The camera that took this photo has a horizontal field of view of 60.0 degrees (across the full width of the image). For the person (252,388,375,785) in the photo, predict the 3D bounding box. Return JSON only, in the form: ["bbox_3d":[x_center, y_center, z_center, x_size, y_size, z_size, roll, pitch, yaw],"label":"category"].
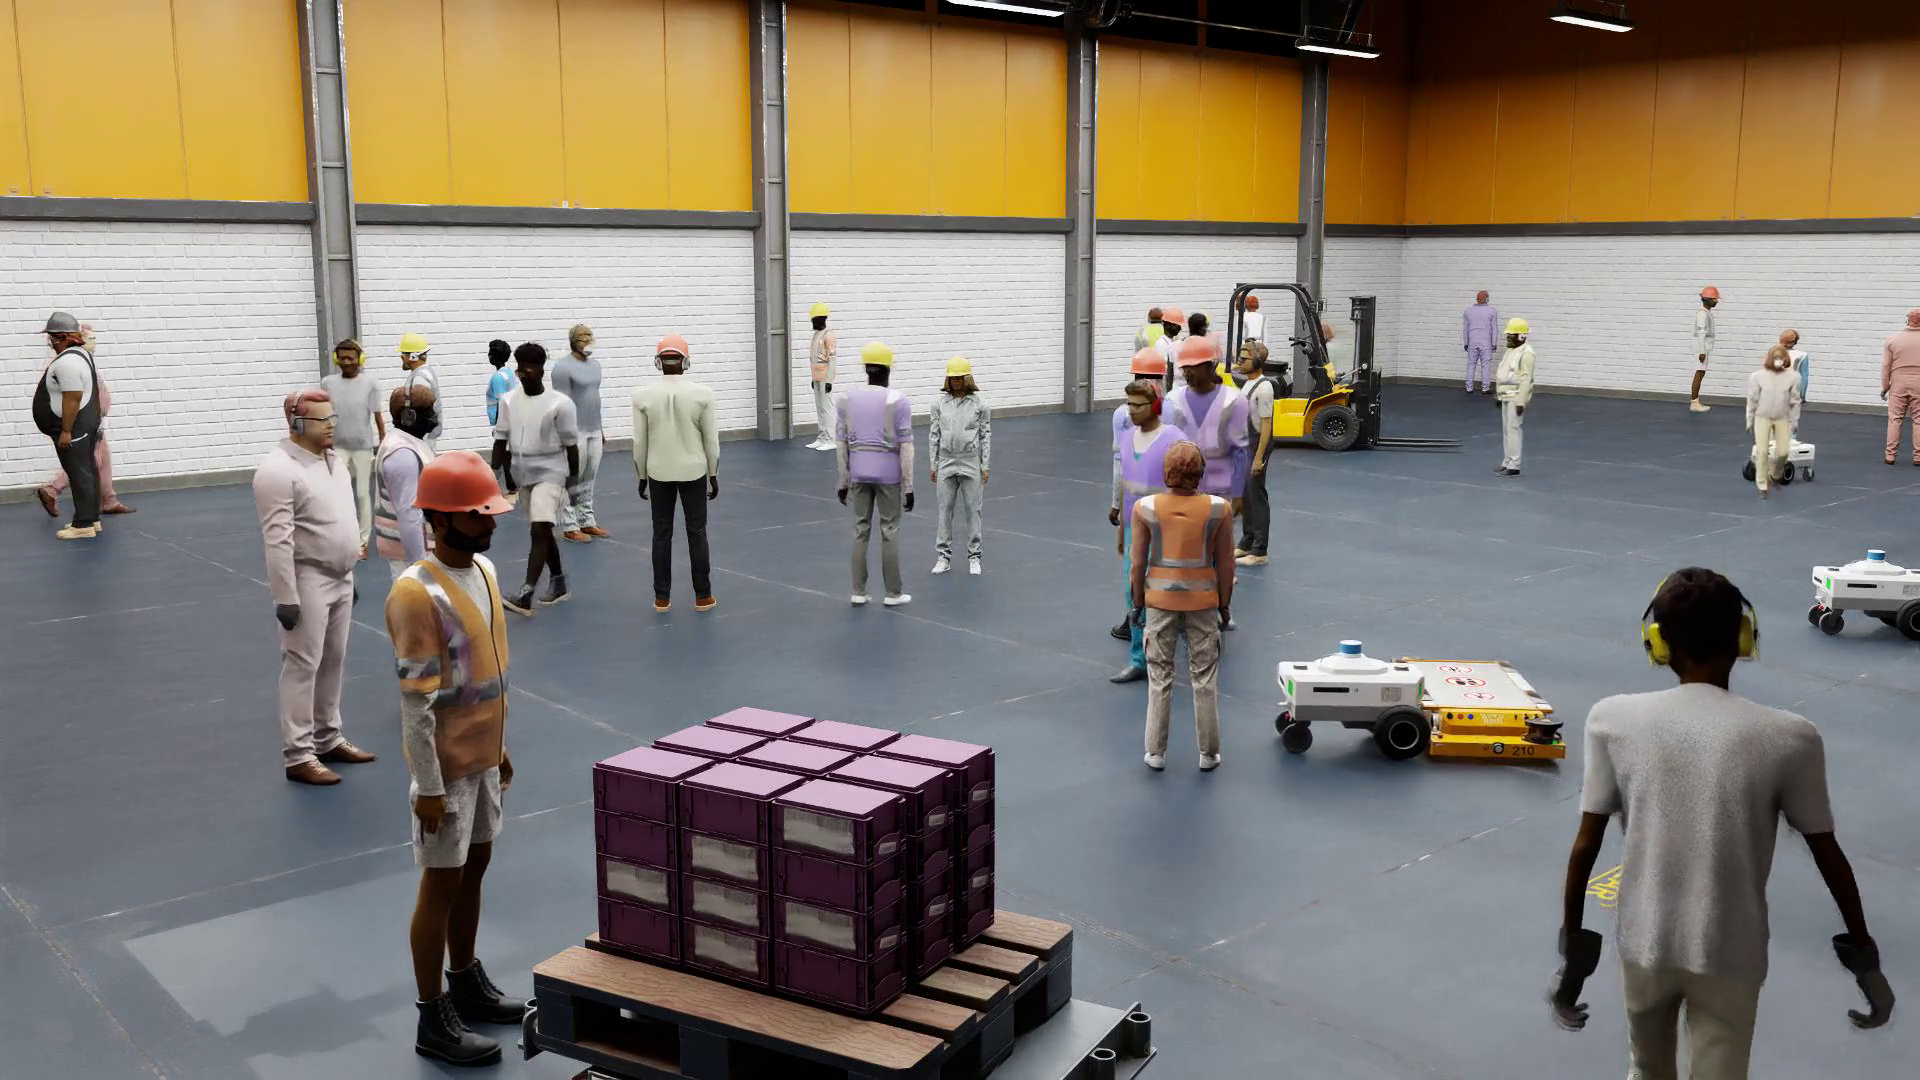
[{"bbox_3d":[-3.112,0.214,8.080,0.403,1.906,0.651,1,10,7],"label":"person"}]

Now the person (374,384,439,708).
[{"bbox_3d":[-2.981,0.063,9.151,0.430,1.845,0.624,-3,10,-16],"label":"person"}]

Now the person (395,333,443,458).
[{"bbox_3d":[-4.962,-0.982,15.297,0.403,1.832,0.593,-2,10,-14],"label":"person"}]

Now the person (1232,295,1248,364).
[{"bbox_3d":[4.750,-3.213,28.212,0.355,1.885,0.576,-4,10,-21],"label":"person"}]

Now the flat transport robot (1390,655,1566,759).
[{"bbox_3d":[2.751,0.877,8.977,0.652,0.197,1.431,1,10,5],"label":"flat transport robot"}]

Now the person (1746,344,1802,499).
[{"bbox_3d":[8.504,-1.237,17.413,0.513,1.624,0.386,4,10,20],"label":"person"}]

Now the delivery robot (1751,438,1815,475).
[{"bbox_3d":[9.244,-0.967,18.670,0.707,0.478,0.477,-5,11,-27],"label":"delivery robot"}]

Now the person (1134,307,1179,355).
[{"bbox_3d":[2.736,-2.326,23.204,0.640,1.818,0.474,0,10,1],"label":"person"}]

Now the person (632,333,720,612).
[{"bbox_3d":[-2.012,-0.471,11.851,0.608,1.989,0.386,-1,10,-4],"label":"person"}]

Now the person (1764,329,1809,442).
[{"bbox_3d":[10.166,-1.778,20.521,0.514,1.640,0.315,8,12,38],"label":"person"}]

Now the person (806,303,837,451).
[{"bbox_3d":[-1.815,-2.134,21.769,0.372,1.924,0.594,-5,11,-26],"label":"person"}]

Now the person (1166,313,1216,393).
[{"bbox_3d":[2.550,-1.537,18.393,0.617,1.917,0.377,7,12,37],"label":"person"}]

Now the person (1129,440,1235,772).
[{"bbox_3d":[1.084,0.331,8.171,0.514,1.641,0.315,1,10,7],"label":"person"}]

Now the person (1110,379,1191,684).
[{"bbox_3d":[1.182,-0.051,9.868,0.541,1.821,0.604,-7,12,-35],"label":"person"}]

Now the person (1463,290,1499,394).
[{"bbox_3d":[9.585,-3.633,30.606,0.644,1.908,0.408,7,12,34],"label":"person"}]

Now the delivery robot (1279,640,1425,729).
[{"bbox_3d":[2.006,0.760,8.562,0.707,0.478,0.477,1,10,3],"label":"delivery robot"}]

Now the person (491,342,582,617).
[{"bbox_3d":[-3.060,-0.423,11.735,0.614,1.923,0.977,5,11,25],"label":"person"}]

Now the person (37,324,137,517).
[{"bbox_3d":[-8.506,-1.143,16.092,0.791,1.885,0.651,-6,12,-32],"label":"person"}]

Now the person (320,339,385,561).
[{"bbox_3d":[-5.017,-0.721,13.692,0.570,1.853,0.594,-1,10,-6],"label":"person"}]

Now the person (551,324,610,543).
[{"bbox_3d":[-3.367,-0.949,14.795,0.354,1.936,0.636,4,10,21],"label":"person"}]

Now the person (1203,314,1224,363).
[{"bbox_3d":[3.584,-2.433,24.158,0.583,1.706,0.759,-1,10,-7],"label":"person"}]

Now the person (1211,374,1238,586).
[{"bbox_3d":[1.726,-0.451,12.673,0.790,1.663,0.534,-2,10,-10],"label":"person"}]

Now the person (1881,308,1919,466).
[{"bbox_3d":[11.527,-1.850,20.164,0.645,1.907,0.400,7,12,34],"label":"person"}]

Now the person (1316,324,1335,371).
[{"bbox_3d":[5.256,-2.279,23.638,0.914,1.578,0.509,0,10,0],"label":"person"}]

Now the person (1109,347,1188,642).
[{"bbox_3d":[1.224,-0.293,10.957,0.546,1.938,0.360,-4,11,-24],"label":"person"}]

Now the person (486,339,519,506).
[{"bbox_3d":[-4.634,-1.183,16.874,0.319,1.696,0.532,-1,10,-4],"label":"person"}]

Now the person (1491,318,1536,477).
[{"bbox_3d":[6.375,-1.637,19.150,0.405,1.831,0.597,0,10,-1],"label":"person"}]

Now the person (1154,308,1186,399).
[{"bbox_3d":[2.460,-1.757,19.559,0.371,1.928,0.543,3,10,16],"label":"person"}]

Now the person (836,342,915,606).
[{"bbox_3d":[-0.612,-0.463,12.039,0.625,1.922,0.482,4,10,21],"label":"person"}]

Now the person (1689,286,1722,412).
[{"bbox_3d":[12.159,-3.106,27.124,0.386,2.039,0.616,5,11,27],"label":"person"}]

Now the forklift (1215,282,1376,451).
[{"bbox_3d":[4.328,-2.346,22.227,2.313,2.155,1.214,3,10,16],"label":"forklift"}]

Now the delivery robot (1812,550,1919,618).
[{"bbox_3d":[6.146,0.310,11.192,0.707,0.478,0.477,2,10,11],"label":"delivery robot"}]

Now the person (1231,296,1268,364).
[{"bbox_3d":[4.810,-3.104,27.575,0.605,1.882,0.352,-3,10,-17],"label":"person"}]

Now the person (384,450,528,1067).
[{"bbox_3d":[-1.562,0.676,5.284,0.376,1.936,0.549,2,10,9],"label":"person"}]

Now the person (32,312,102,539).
[{"bbox_3d":[-8.063,-1.038,15.019,0.536,2.000,0.674,-3,10,-15],"label":"person"}]

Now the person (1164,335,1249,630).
[{"bbox_3d":[1.634,-0.362,11.177,0.611,2.008,0.660,5,11,25],"label":"person"}]

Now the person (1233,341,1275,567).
[{"bbox_3d":[2.389,-0.706,13.645,0.346,1.847,0.506,-2,10,-9],"label":"person"}]

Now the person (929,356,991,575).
[{"bbox_3d":[-0.005,-0.587,13.247,0.493,1.743,0.298,1,10,8],"label":"person"}]

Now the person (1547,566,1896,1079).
[{"bbox_3d":[1.770,0.981,3.851,0.685,1.813,0.839,7,12,36],"label":"person"}]
